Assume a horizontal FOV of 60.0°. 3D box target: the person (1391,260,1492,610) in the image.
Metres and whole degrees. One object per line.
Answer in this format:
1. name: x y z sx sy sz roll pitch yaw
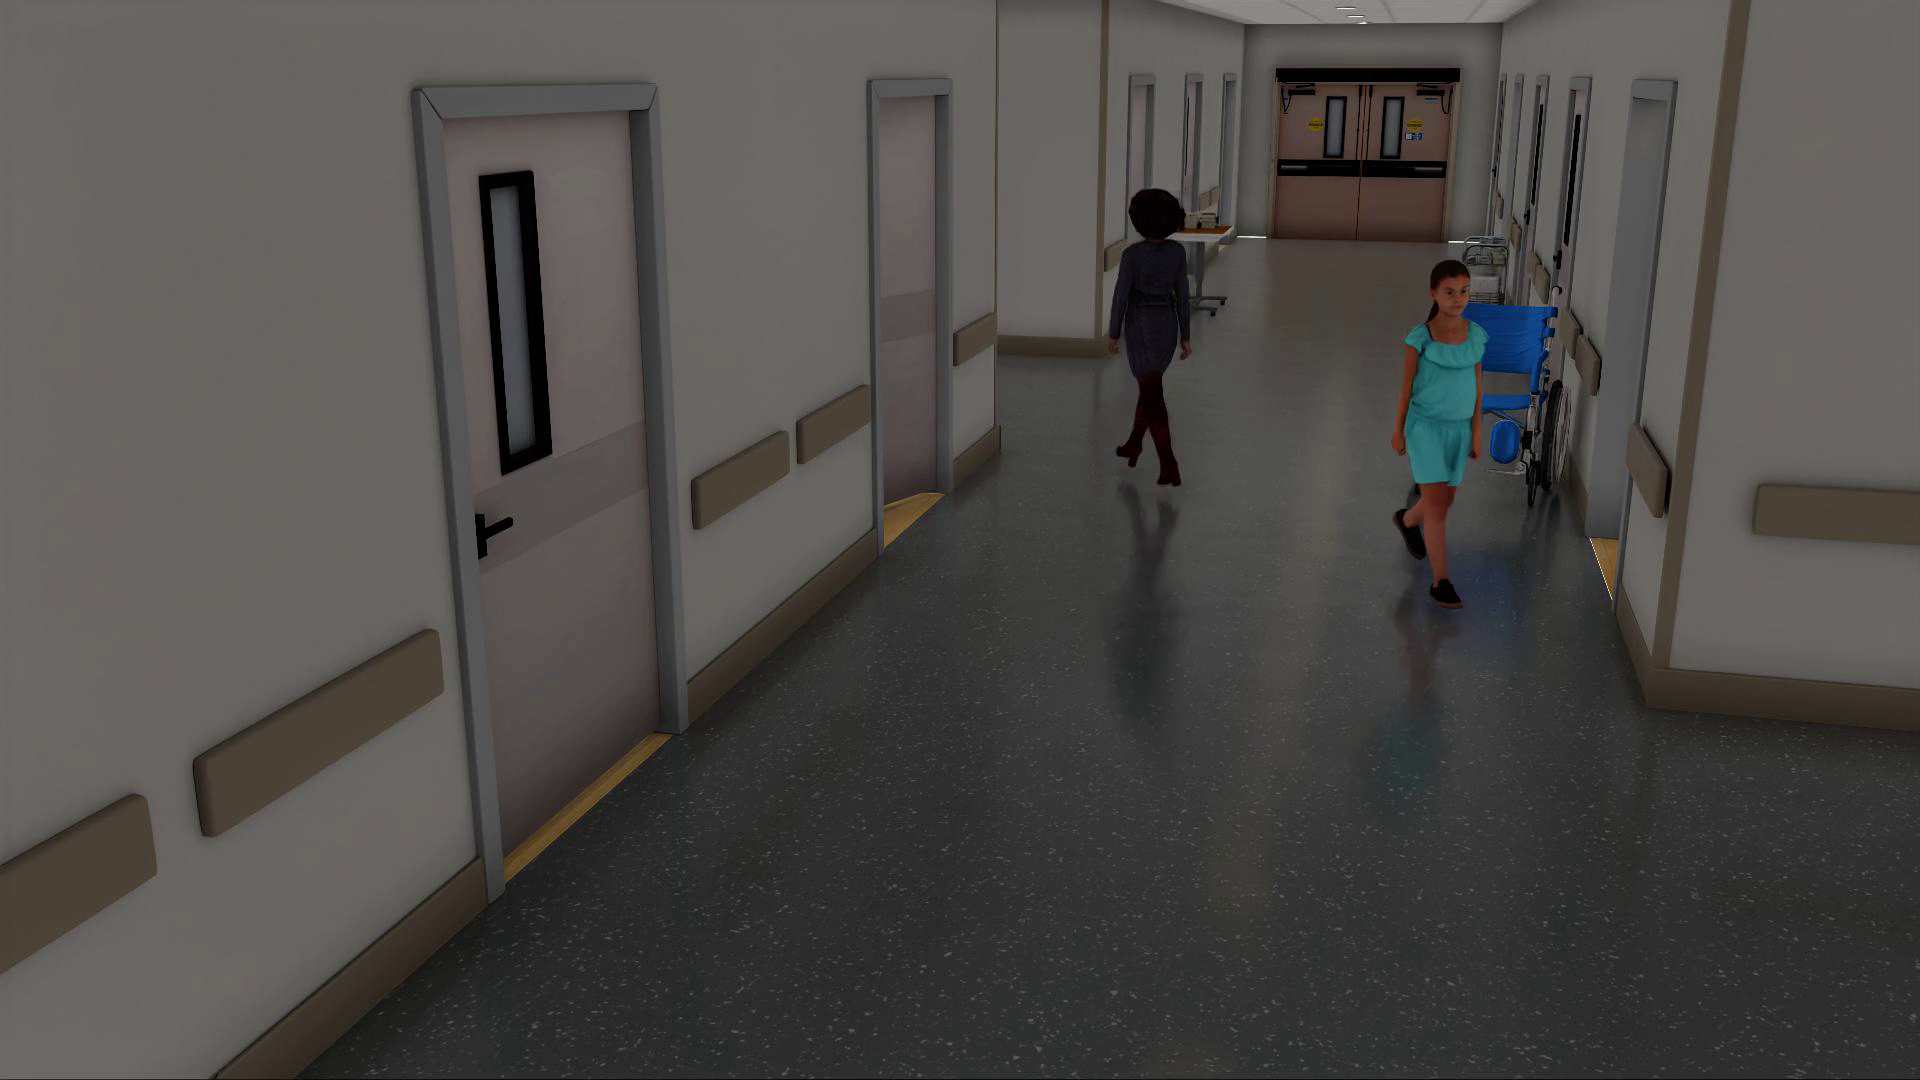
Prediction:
1. person: 2.152 -0.496 7.579 0.869 1.525 1.149 -3 16 -11

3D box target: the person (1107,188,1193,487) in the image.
1. person: 1.123 -1.105 9.479 1.003 1.665 1.182 -5 17 -18
